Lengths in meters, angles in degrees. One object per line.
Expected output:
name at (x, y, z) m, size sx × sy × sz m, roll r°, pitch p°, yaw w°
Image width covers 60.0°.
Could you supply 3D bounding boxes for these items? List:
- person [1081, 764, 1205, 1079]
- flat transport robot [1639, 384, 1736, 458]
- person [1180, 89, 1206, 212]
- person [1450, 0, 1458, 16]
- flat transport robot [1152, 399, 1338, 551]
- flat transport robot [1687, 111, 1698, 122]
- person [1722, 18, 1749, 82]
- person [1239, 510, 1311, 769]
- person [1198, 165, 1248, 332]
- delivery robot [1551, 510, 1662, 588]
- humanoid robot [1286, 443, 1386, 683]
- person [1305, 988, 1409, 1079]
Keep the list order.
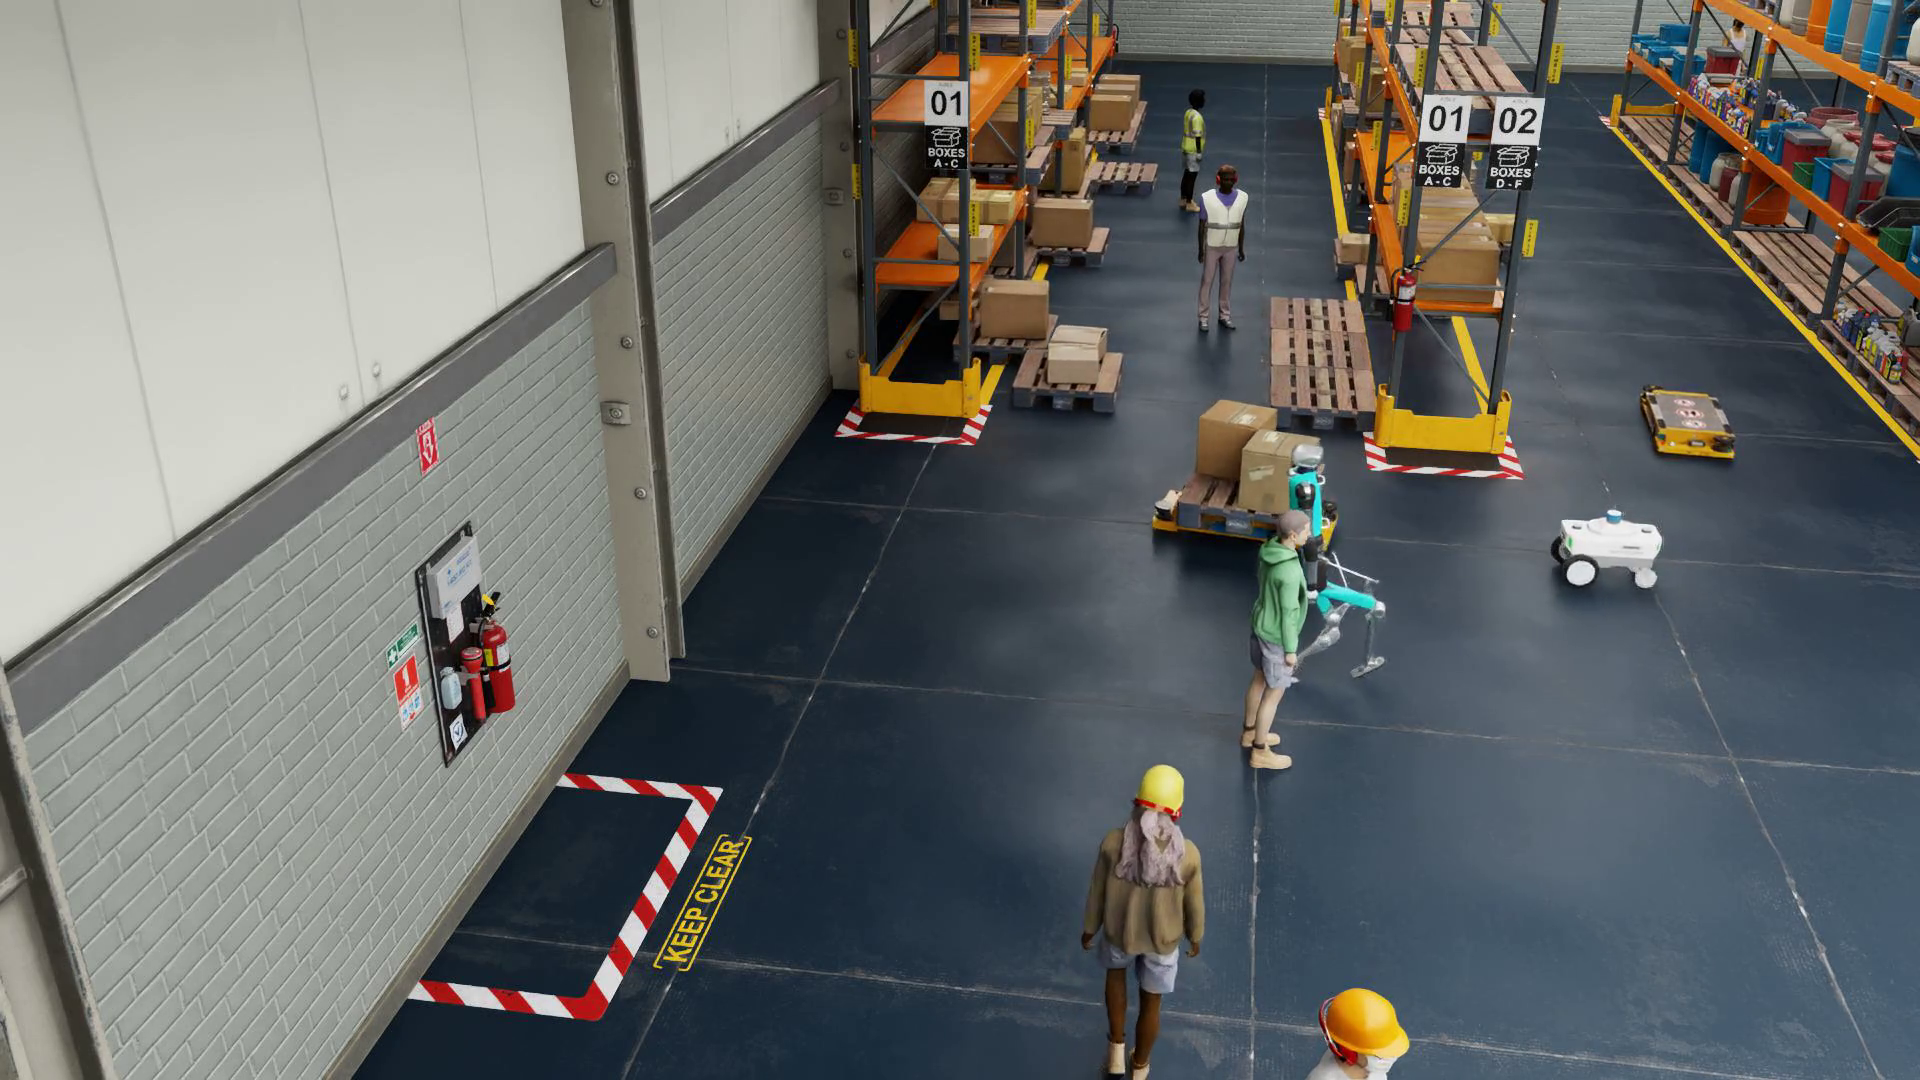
person at (0.848, 1.818, 7.720) m, size 0.570 × 1.745 × 0.452 m, roll 5°, pitch 25°, yaw 10°
flat transport robot at (6.884, -1.127, 15.770) m, size 0.659 × 0.231 × 1.431 m, roll 6°, pitch 26°, yaw 13°
person at (3.291, -5.483, 23.404) m, size 0.315 × 1.695 × 0.540 m, roll -4°, pitch 25°, yaw -9°
person at (9.325, -9.435, 31.781) m, size 0.533 × 1.767 × 0.318 m, roll 8°, pitch 26°, yaw 16°
flat transport robot at (2.369, -0.201, 13.788) m, size 1.431 × 0.231 × 0.659 m, roll 9°, pitch 26°, yaw 18°
flat transport robot at (13.254, -7.374, 29.140) m, size 0.659 × 0.231 × 1.431 m, roll 4°, pitch 25°, yaw 9°
person at (13.665, -8.390, 29.434) m, size 0.514 × 1.860 × 0.382 m, roll -4°, pitch 25°, yaw -8°
person at (1.957, 0.607, 10.335) m, size 0.315 × 1.734 × 0.478 m, roll -3°, pitch 25°, yaw -7°
person at (2.891, -3.242, 18.435) m, size 0.563 × 1.846 × 0.391 m, roll -7°, pitch 26°, yaw -14°
delivery robot at (5.005, 0.058, 12.895) m, size 0.778 × 0.594 × 0.499 m, roll 3°, pitch 25°, yaw 7°
humanoid robot at (2.598, 0.212, 11.245) m, size 1.013 × 1.761 × 0.565 m, roll 3°, pitch 25°, yaw 6°
person at (1.411, 2.446, 6.204) m, size 0.355 × 1.895 × 0.580 m, roll 16°, pitch 29°, yaw 30°
